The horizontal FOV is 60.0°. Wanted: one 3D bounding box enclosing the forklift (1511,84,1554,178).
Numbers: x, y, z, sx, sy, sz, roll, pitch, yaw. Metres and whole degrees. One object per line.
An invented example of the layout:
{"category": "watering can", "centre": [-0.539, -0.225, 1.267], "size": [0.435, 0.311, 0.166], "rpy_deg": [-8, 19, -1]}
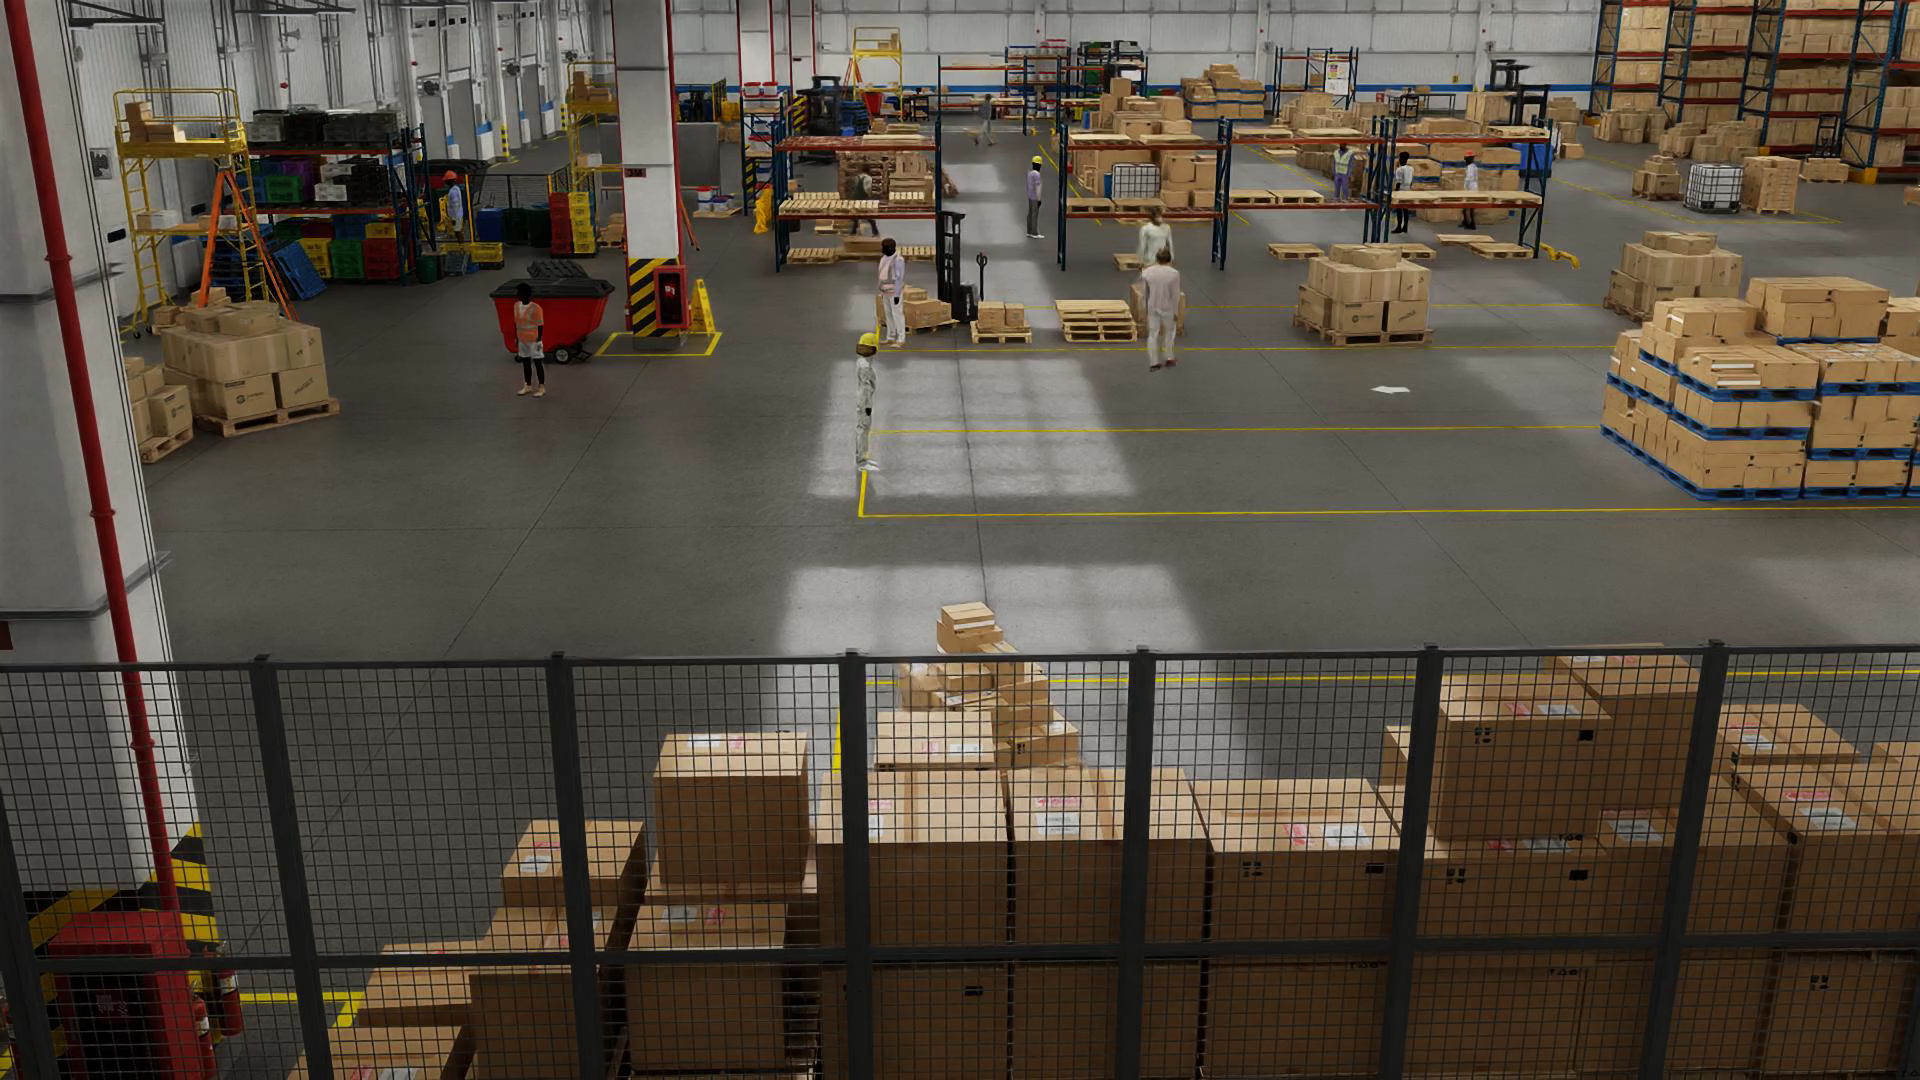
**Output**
{"category": "forklift", "centre": [17.642, -12.696, 51.535], "size": [1.129, 2.768, 1.873], "rpy_deg": [-1, 19, -1]}

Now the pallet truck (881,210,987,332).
{"category": "pallet truck", "centre": [-0.493, -4.759, 29.349], "size": [1.885, 1.965, 0.823], "rpy_deg": [-13, 23, -34]}

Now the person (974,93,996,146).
{"category": "person", "centre": [0.912, -15.506, 61.364], "size": [0.833, 1.920, 0.640], "rpy_deg": [-5, 19, -14]}

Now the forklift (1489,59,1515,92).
{"category": "forklift", "centre": [21.872, -18.053, 67.426], "size": [1.129, 2.768, 1.873], "rpy_deg": [-6, 19, -16]}

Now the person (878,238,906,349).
{"category": "person", "centre": [-1.149, -4.117, 27.712], "size": [0.431, 1.836, 0.621], "rpy_deg": [-11, 22, -30]}

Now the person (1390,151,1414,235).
{"category": "person", "centre": [10.658, -8.362, 40.085], "size": [0.612, 1.964, 0.364], "rpy_deg": [-14, 23, -36]}

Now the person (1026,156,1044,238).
{"category": "person", "centre": [1.785, -8.143, 39.513], "size": [0.380, 1.917, 0.586], "rpy_deg": [-8, 20, -21]}

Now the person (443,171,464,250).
{"category": "person", "centre": [-11.050, -7.093, 36.365], "size": [0.358, 1.937, 0.548], "rpy_deg": [-4, 19, -12]}

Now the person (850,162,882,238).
{"category": "person", "centre": [-2.271, -8.003, 39.302], "size": [0.510, 1.801, 0.957], "rpy_deg": [14, 23, 35]}

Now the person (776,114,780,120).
{"category": "person", "centre": [-7.020, -16.073, 63.109], "size": [0.585, 1.866, 0.465], "rpy_deg": [-13, 22, -33]}

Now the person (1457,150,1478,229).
{"category": "person", "centre": [12.500, -8.607, 40.900], "size": [0.601, 1.903, 0.692], "rpy_deg": [7, 20, 19]}

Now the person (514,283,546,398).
{"category": "person", "centre": [-6.329, -2.938, 24.417], "size": [0.532, 1.693, 0.319], "rpy_deg": [10, 21, 27]}

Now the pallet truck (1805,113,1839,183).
{"category": "pallet truck", "centre": [26.403, -11.957, 50.702], "size": [0.823, 1.965, 1.885], "rpy_deg": [6, 19, 16]}

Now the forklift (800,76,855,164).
{"category": "forklift", "centre": [-4.427, -14.116, 55.747], "size": [1.129, 2.768, 1.873], "rpy_deg": [10, 21, 28]}

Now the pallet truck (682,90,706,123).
{"category": "pallet truck", "centre": [-9.671, -15.907, 62.421], "size": [0.823, 1.965, 1.885], "rpy_deg": [5, 19, 15]}

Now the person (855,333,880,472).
{"category": "person", "centre": [-1.151, -1.729, 20.765], "size": [0.331, 1.734, 0.489], "rpy_deg": [-2, 19, -7]}

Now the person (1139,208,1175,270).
{"category": "person", "centre": [3.615, -5.219, 30.896], "size": [0.635, 1.896, 1.048], "rpy_deg": [-10, 21, -27]}

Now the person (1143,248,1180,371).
{"category": "person", "centre": [3.207, -3.643, 26.162], "size": [0.653, 1.913, 0.810], "rpy_deg": [10, 21, 28]}

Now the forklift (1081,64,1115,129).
{"category": "forklift", "centre": [5.614, -16.638, 63.230], "size": [1.873, 2.768, 1.129], "rpy_deg": [-2, 19, -5]}

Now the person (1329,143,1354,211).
{"category": "person", "centre": [10.149, -9.698, 44.136], "size": [0.590, 1.912, 0.398], "rpy_deg": [17, 25, 41]}
